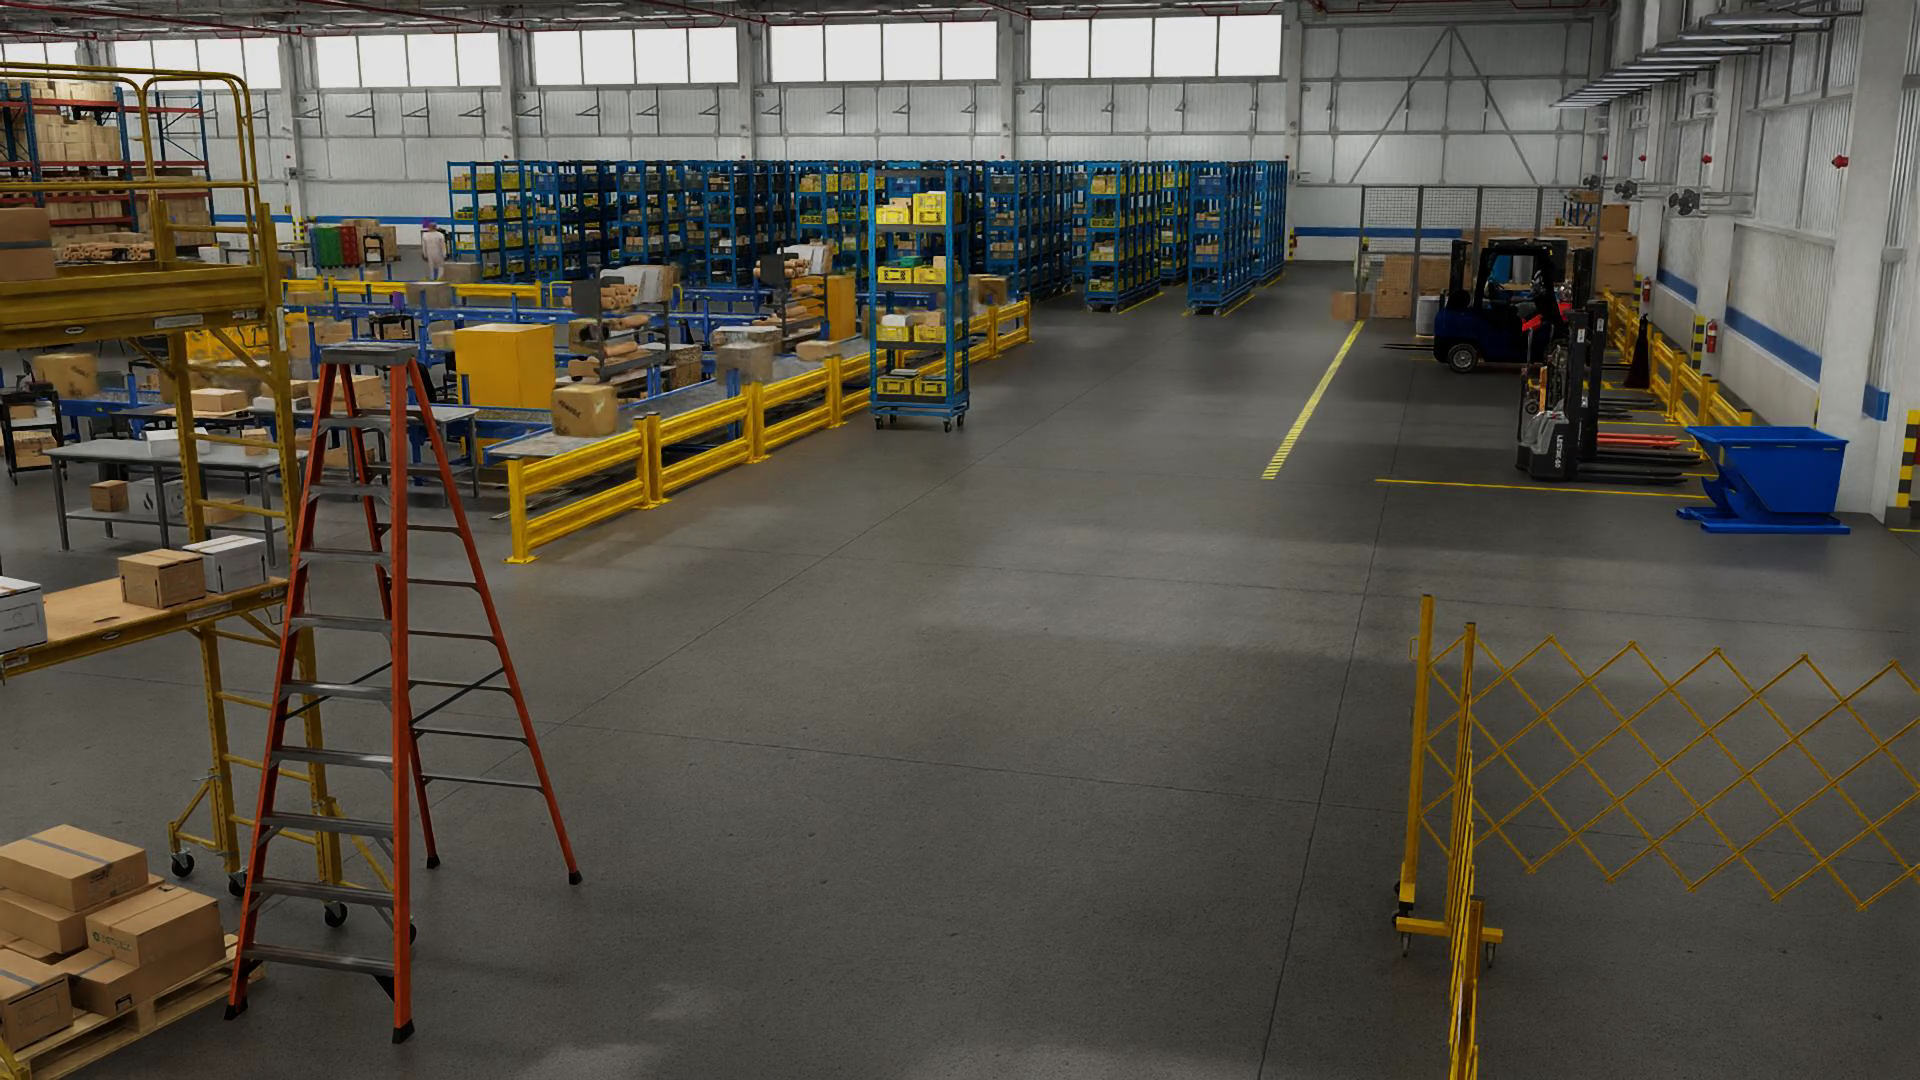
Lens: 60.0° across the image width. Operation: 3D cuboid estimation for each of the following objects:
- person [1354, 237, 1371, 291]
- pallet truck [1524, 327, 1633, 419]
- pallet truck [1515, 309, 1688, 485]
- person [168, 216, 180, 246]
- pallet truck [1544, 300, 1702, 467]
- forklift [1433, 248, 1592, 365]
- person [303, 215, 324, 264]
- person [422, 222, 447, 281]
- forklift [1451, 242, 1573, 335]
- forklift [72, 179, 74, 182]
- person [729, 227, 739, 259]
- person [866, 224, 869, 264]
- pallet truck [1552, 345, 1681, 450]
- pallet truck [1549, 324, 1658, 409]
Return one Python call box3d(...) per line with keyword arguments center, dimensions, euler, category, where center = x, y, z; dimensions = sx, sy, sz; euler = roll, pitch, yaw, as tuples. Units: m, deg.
box3d(center=(9.783, -6.451, 40.456), dimensions=(0.404, 1.824, 0.586), euler=(9, 16, 35), category="person")
box3d(center=(9.065, -2.460, 24.370), dimensions=(1.522, 1.261, 0.704), euler=(3, 13, 14), category="pallet truck")
box3d(center=(7.554, -1.677, 19.446), dimensions=(1.885, 1.965, 0.823), euler=(3, 13, 14), category="pallet truck")
box3d(center=(-24.489, -9.060, 51.551), dimensions=(0.408, 1.906, 0.691), euler=(7, 15, 29), category="person")
box3d(center=(8.263, -1.952, 20.631), dimensions=(1.885, 1.965, 0.823), euler=(5, 14, 20), category="pallet truck")
box3d(center=(9.780, -4.111, 29.280), dimensions=(2.680, 1.987, 1.157), euler=(3, 13, 14), category="forklift")
box3d(center=(-22.672, -10.538, 58.376), dimensions=(0.867, 1.697, 0.498), euler=(4, 14, 17), category="person")
box3d(center=(-15.016, -8.146, 47.598), dimensions=(0.670, 1.894, 0.432), euler=(0, 13, 1), category="person")
box3d(center=(10.464, -4.597, 31.405), dimensions=(2.680, 1.987, 1.157), euler=(4, 14, 16), category="forklift")
box3d(center=(-35.978, -13.129, 66.984), dimensions=(1.873, 2.768, 1.129), euler=(4, 14, 16), category="forklift")
box3d(center=(-7.129, -9.204, 51.962), dimensions=(0.612, 1.995, 0.393), euler=(-13, 18, -43), category="person")
box3d(center=(-2.869, -8.536, 49.456), dimensions=(0.564, 1.825, 0.584), euler=(5, 14, 21), category="person")
box3d(center=(8.641, -1.896, 21.908), dimensions=(1.630, 1.274, 0.653), euler=(4, 14, 16), category="pallet truck")
box3d(center=(9.824, -2.669, 25.407), dimensions=(1.601, 1.201, 0.680), euler=(4, 14, 16), category="pallet truck")
